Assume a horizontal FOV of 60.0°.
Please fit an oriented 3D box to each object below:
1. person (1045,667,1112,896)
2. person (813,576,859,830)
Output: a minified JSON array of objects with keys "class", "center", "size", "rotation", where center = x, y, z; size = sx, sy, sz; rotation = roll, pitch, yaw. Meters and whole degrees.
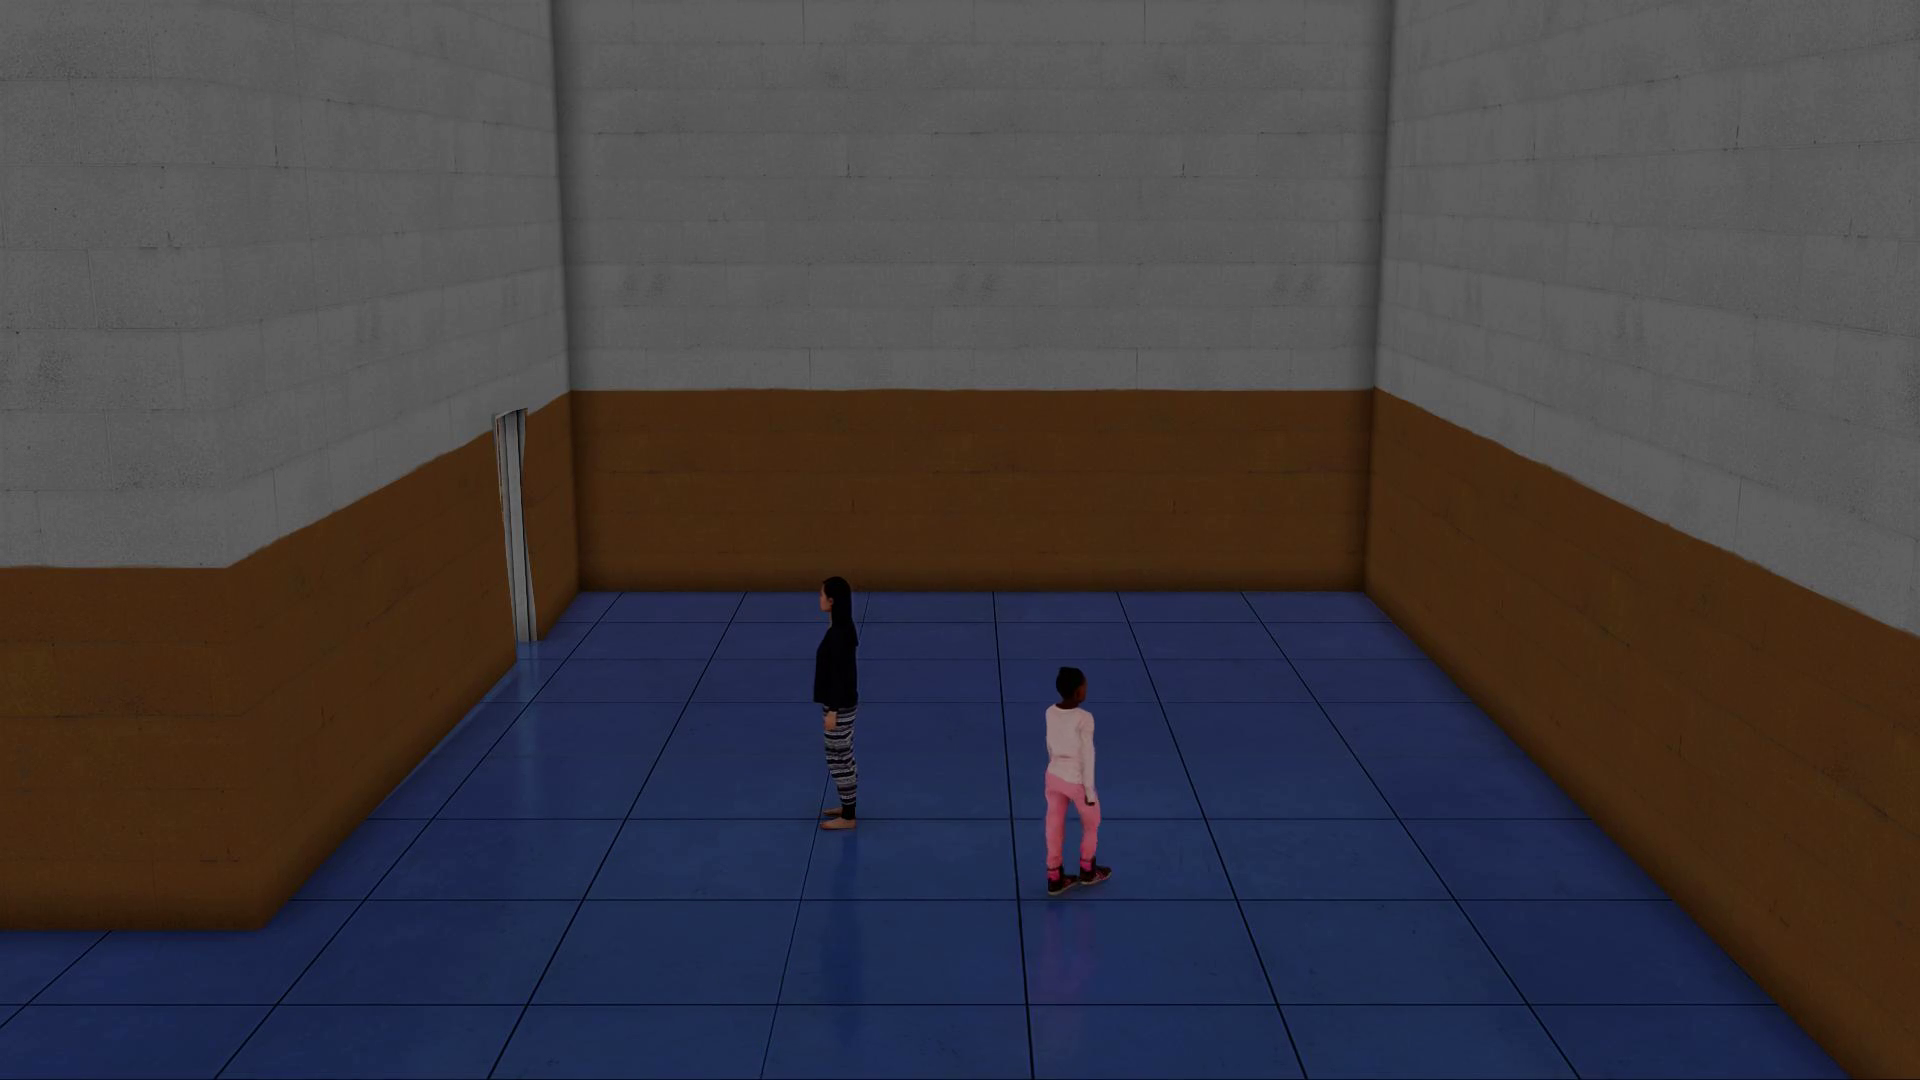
[{"class":"person","center":[0.627,1.472,10.117],"size":[0.776,1.436,0.831],"rotation":[10,16,40]},{"class":"person","center":[-0.814,1.088,11.215],"size":[0.519,1.734,0.614],"rotation":[1,12,3]}]
